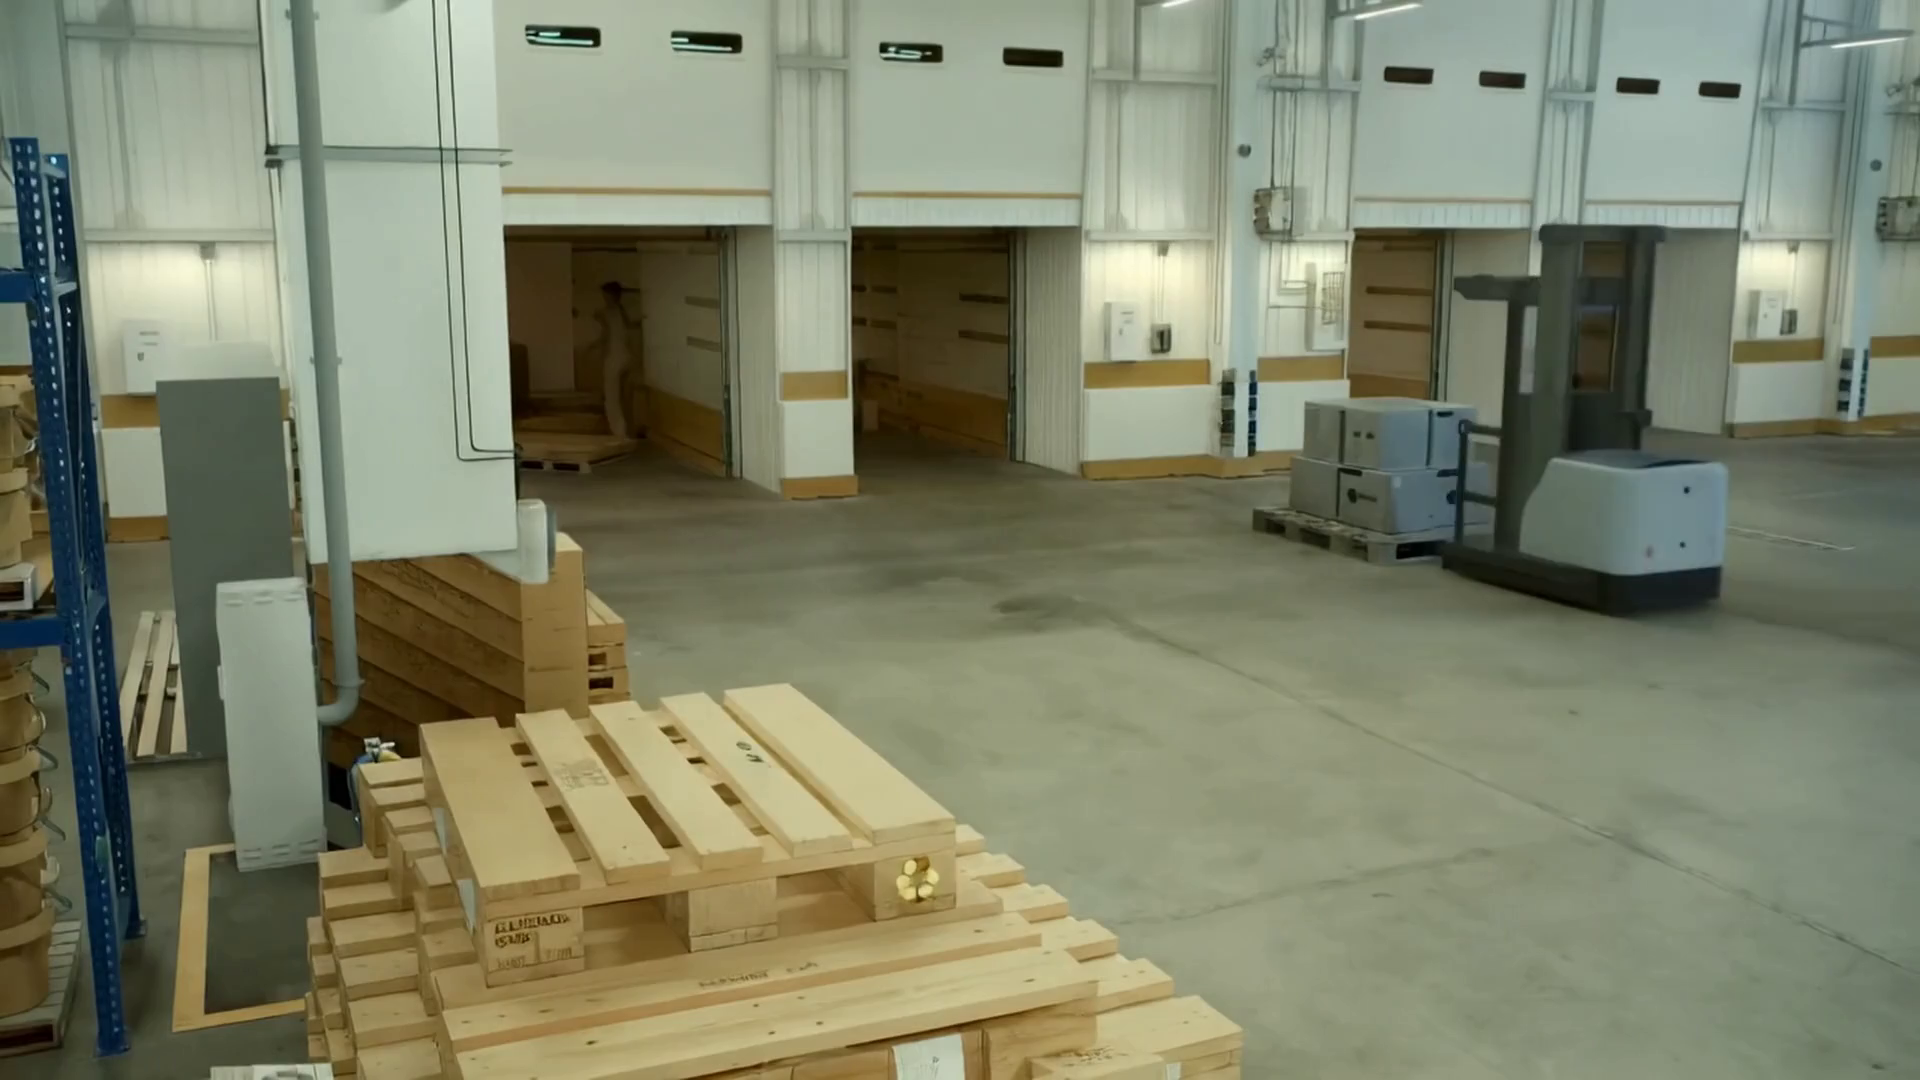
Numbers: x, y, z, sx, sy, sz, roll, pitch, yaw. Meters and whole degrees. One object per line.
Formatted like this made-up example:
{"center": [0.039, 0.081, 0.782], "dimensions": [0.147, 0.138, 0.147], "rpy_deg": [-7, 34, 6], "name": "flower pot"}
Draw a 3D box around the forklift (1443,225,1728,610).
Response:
{"center": [4.841, -1.011, 12.756], "dimensions": [1.129, 2.768, 1.873], "rpy_deg": [-4, 11, -23], "name": "forklift"}
